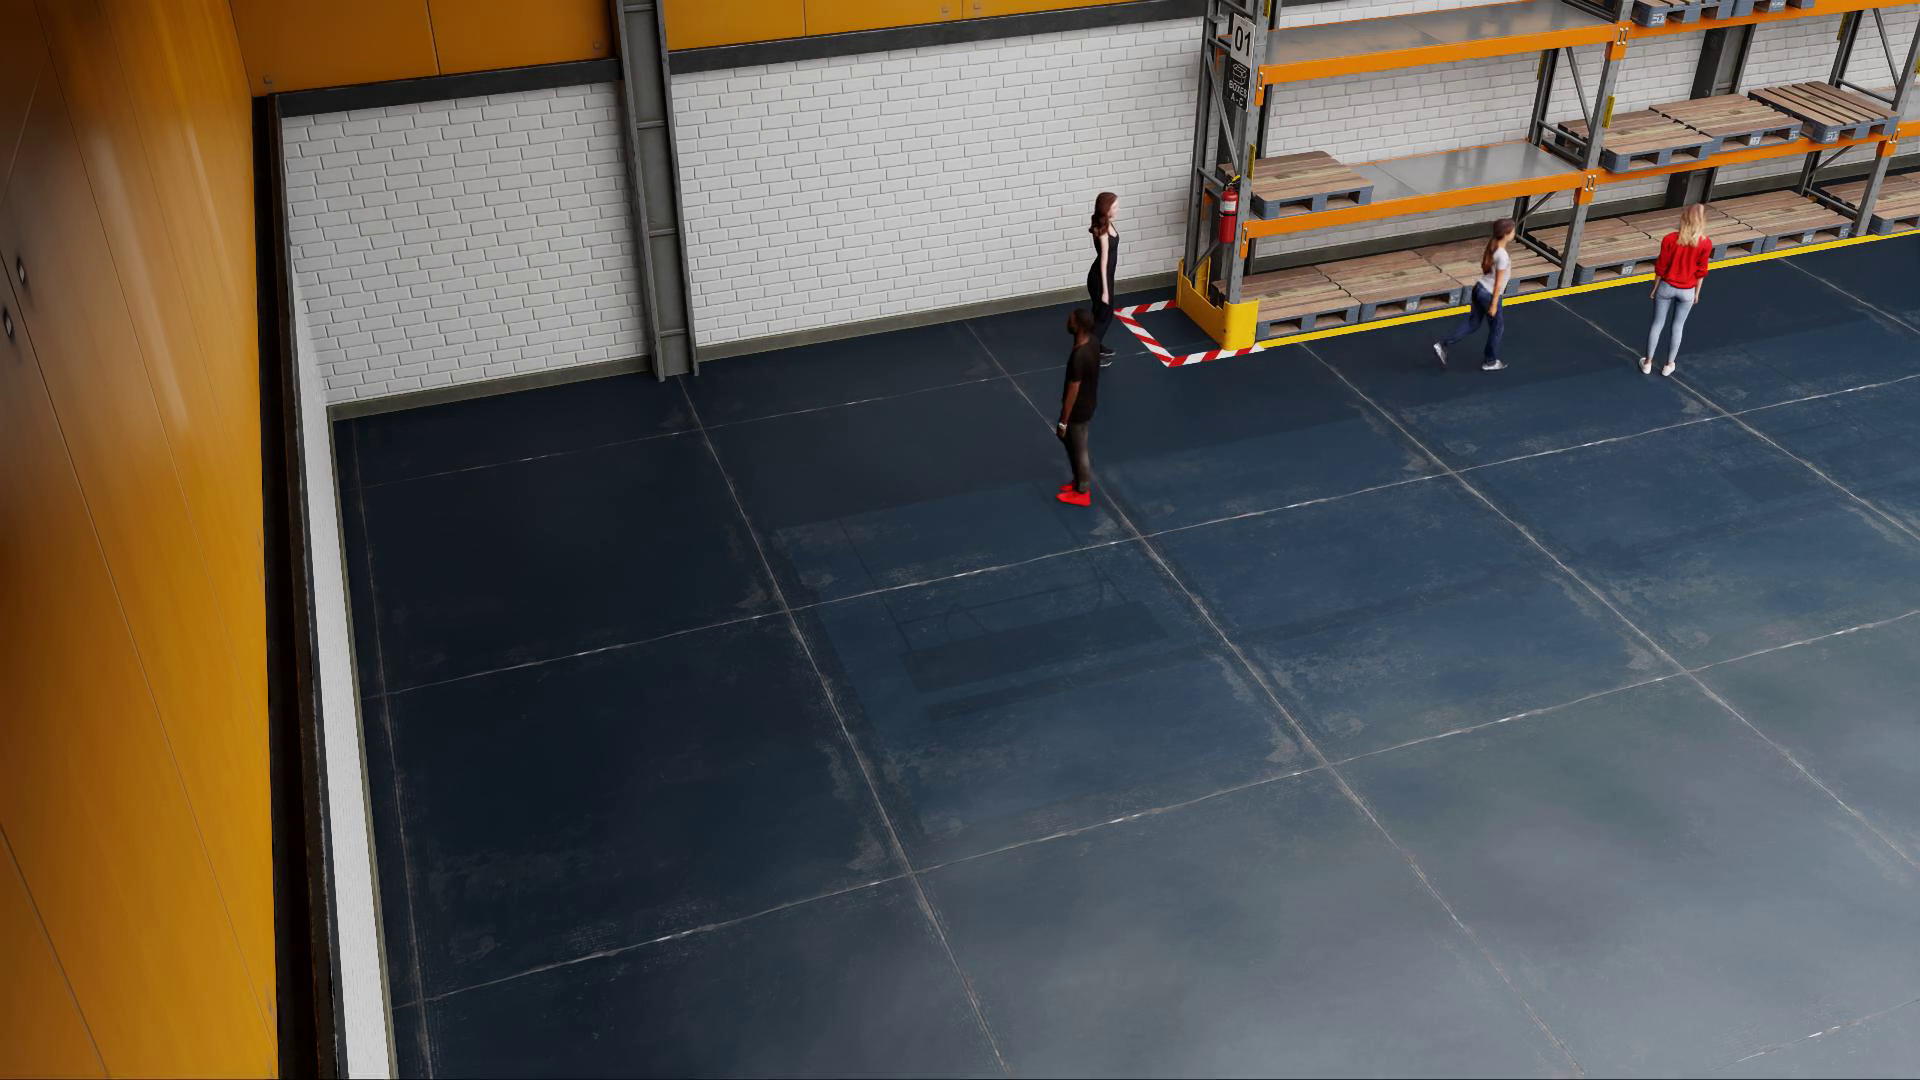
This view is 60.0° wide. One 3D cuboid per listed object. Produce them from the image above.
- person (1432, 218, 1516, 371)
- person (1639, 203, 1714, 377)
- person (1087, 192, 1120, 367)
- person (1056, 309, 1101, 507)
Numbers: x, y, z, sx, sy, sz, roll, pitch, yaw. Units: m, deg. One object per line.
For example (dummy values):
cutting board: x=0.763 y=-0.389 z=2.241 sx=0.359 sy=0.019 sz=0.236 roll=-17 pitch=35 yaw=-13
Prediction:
person: x=4.930 y=-2.303 z=15.727 sx=1.020 sy=1.539 sz=0.662 roll=-5 pitch=34 yaw=-8
person: x=6.736 y=-2.350 z=15.648 sx=0.657 sy=1.705 sz=0.742 roll=11 pitch=35 yaw=16
person: x=1.338 y=-2.492 z=15.829 sx=0.682 sy=1.741 sz=0.674 roll=5 pitch=34 yaw=8
person: x=1.062 y=-1.060 z=13.623 sx=0.811 sy=1.798 sz=0.770 roll=12 pitch=35 yaw=17
